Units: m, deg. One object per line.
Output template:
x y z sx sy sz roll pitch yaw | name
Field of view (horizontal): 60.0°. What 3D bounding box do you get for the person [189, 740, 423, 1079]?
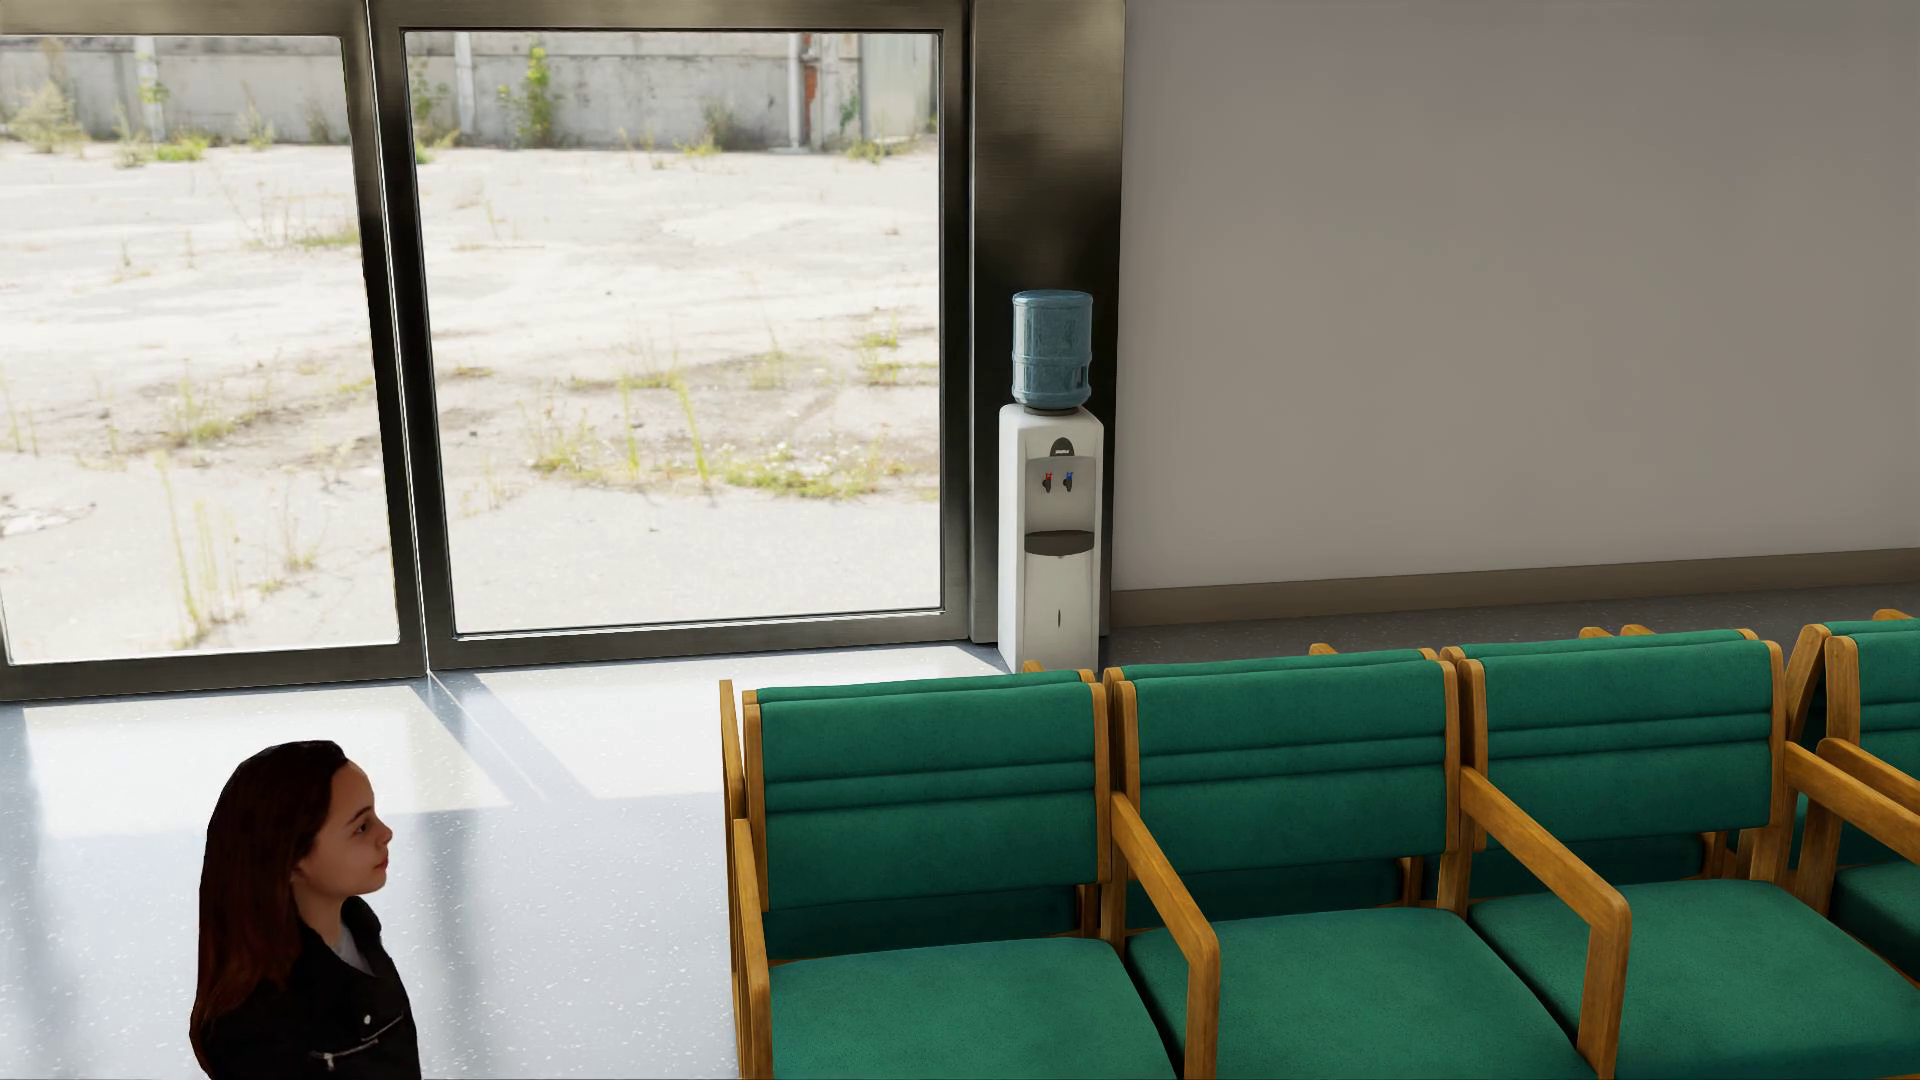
-0.919 0.981 2.307 0.684 1.474 0.710 -1 16 -3 | person
